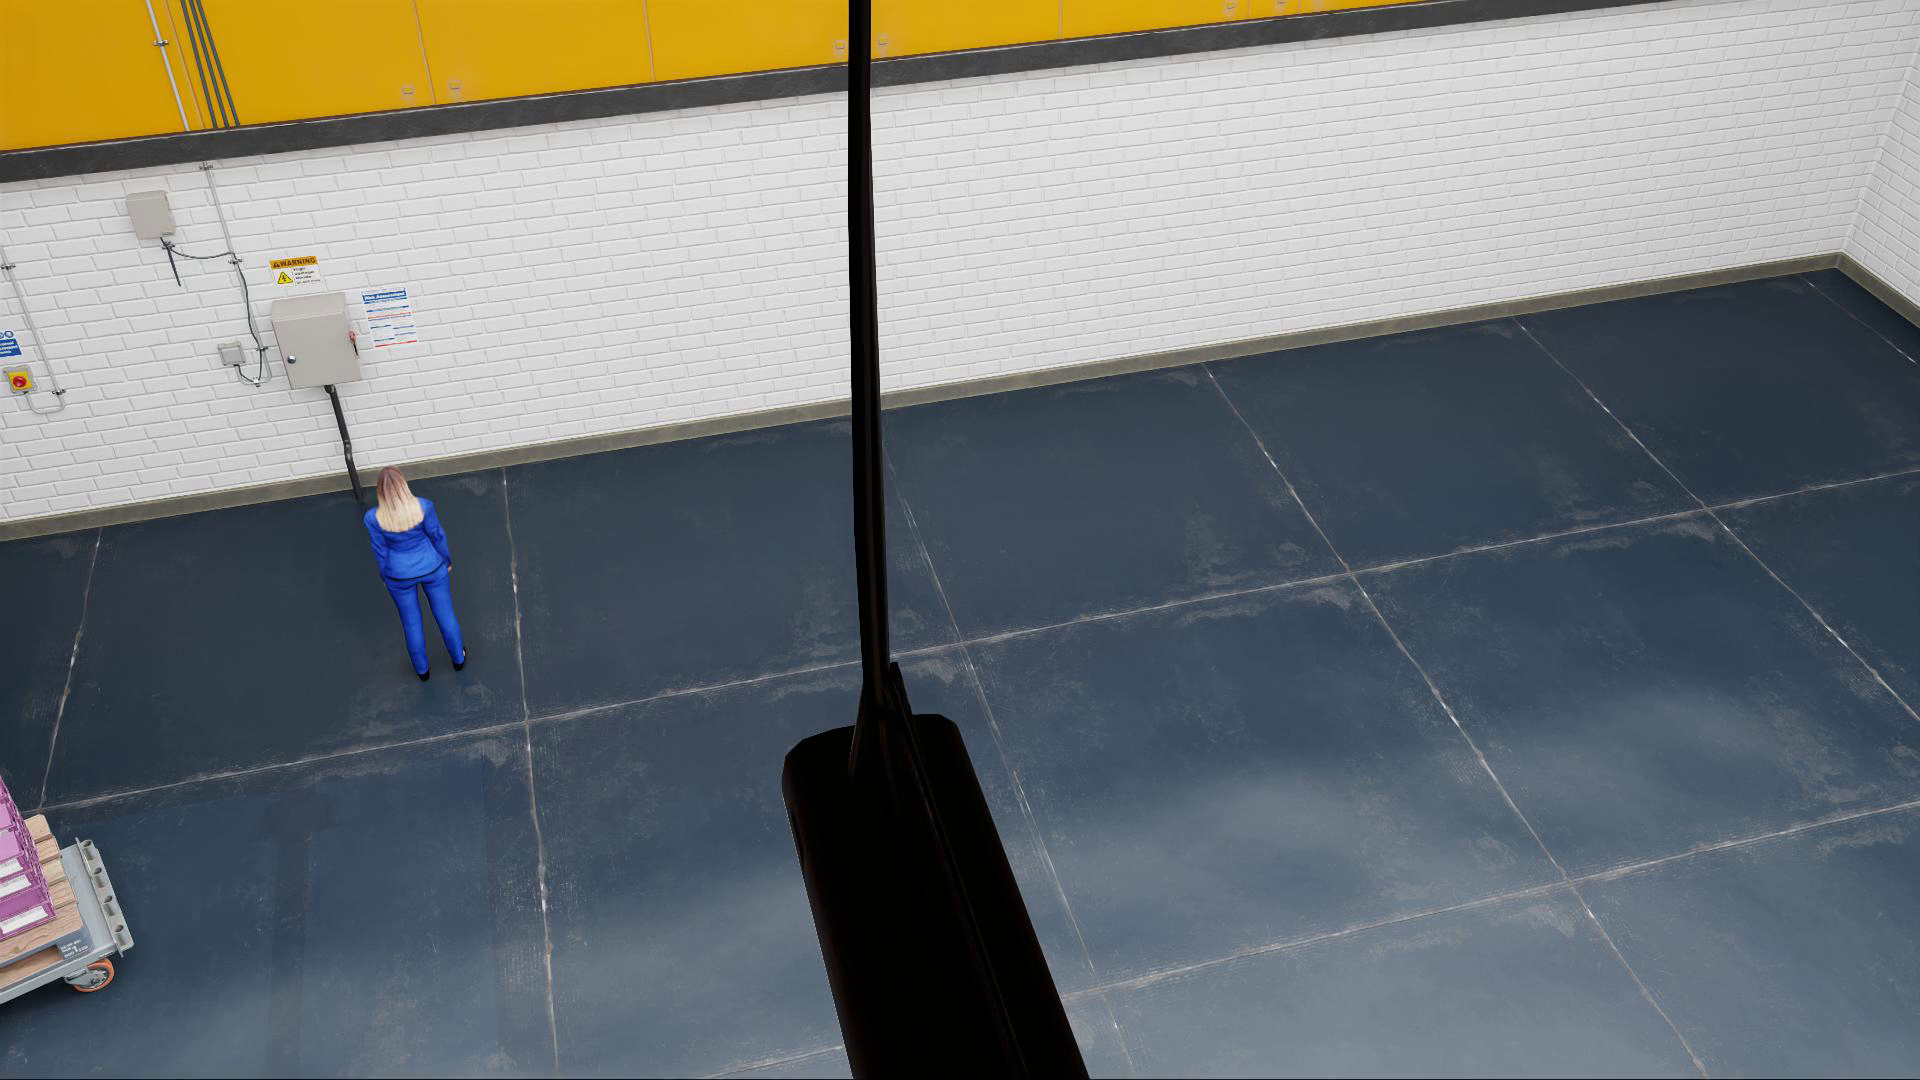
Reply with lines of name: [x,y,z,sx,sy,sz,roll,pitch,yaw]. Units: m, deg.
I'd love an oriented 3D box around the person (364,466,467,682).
person: [-3.566,0.216,10.904,0.639,1.701,0.586,-14,41,-17]
